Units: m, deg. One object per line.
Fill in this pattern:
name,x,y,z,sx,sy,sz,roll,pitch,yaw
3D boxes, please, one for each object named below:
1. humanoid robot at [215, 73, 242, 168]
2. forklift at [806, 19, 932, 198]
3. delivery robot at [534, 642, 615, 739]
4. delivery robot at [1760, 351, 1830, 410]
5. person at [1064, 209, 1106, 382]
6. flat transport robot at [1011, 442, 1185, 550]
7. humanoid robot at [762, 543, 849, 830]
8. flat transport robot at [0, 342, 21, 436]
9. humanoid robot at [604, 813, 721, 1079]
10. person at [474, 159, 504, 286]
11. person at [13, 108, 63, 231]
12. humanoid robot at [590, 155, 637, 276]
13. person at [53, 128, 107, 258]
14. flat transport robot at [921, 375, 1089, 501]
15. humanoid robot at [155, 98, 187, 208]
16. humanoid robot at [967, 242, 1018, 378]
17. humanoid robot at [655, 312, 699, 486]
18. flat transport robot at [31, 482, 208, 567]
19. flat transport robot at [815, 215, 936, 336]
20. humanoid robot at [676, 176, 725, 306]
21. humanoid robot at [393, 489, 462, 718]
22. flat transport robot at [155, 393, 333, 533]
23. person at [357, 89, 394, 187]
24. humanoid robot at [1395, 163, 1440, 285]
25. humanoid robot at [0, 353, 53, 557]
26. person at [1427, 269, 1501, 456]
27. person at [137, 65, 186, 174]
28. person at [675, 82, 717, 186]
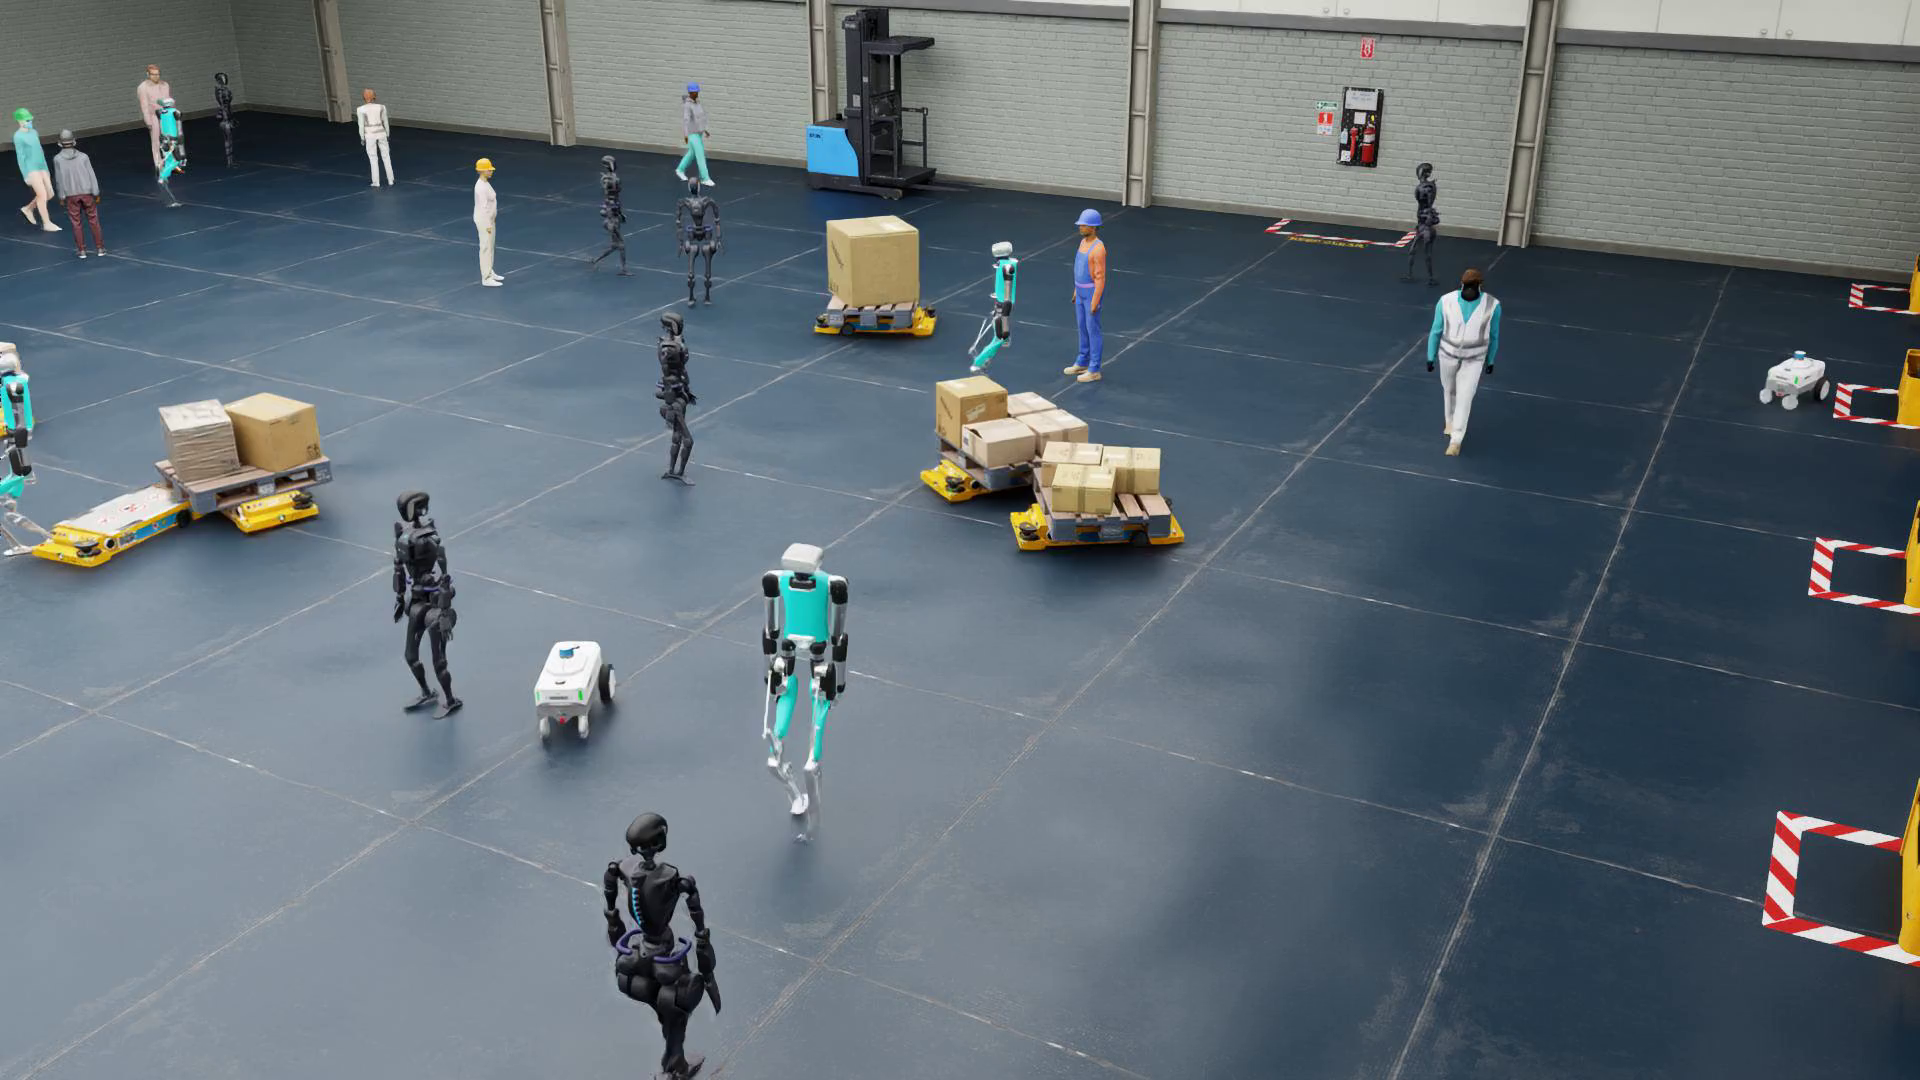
humanoid robot,-13.217,-7.577,30.001,0.315,1.657,0.599,-4,24,-9
forklift,-1.573,-7.292,27.850,1.873,2.768,1.129,12,26,25
delivery robot,-2.694,0.988,11.497,0.499,0.592,0.774,-1,23,-1
delivery robot,8.946,-1.732,17.821,0.744,0.584,0.513,-19,30,-38
person,1.414,-2.709,18.393,0.363,1.910,0.512,-10,25,-21
flat transport robot,1.191,-0.148,14.508,1.431,0.231,0.659,-2,23,-5
humanoid robot,-0.982,0.998,10.125,0.542,1.899,0.728,4,24,9
flat transport robot,-10.364,-1.229,17.024,1.431,0.231,0.659,7,24,15
humanoid robot,-1.431,2.015,7.743,0.590,1.635,0.742,9,25,20
person,-6.327,-4.259,22.282,0.341,1.688,0.460,-4,24,-8
person,-14.084,-5.615,25.225,0.612,1.852,0.536,2,23,4
humanoid robot,-4.811,-4.440,22.735,0.632,1.632,0.615,1,23,3
person,-12.563,-4.941,23.704,0.539,1.816,0.369,-13,26,-27
flat transport robot,0.434,-0.641,15.656,1.431,0.231,0.659,-11,26,-24
humanoid robot,-12.715,-6.086,26.549,0.539,1.833,0.748,12,26,25
humanoid robot,0.297,-2.189,17.526,0.661,1.889,0.559,-1,23,-3
humanoid robot,-2.627,-1.325,15.469,0.448,1.649,0.610,4,23,8
flat transport robot,-7.260,-0.148,14.508,0.659,0.231,1.431,9,25,20
flat transport robot,-1.033,-2.696,20.440,1.431,0.231,0.659,1,23,3
humanoid robot,-3.309,-3.797,21.216,0.607,1.657,0.396,-3,23,-6
humanoid robot,-3.639,0.441,11.354,0.602,1.657,0.337,17,28,34
flat transport robot,-6.475,-0.421,15.144,0.659,0.231,1.431,-20,30,-39
person,-9.976,-6.854,28.378,0.514,1.641,0.313,-14,27,-30
humanoid robot,6.183,-4.208,22.198,0.597,1.636,0.612,0,23,1
humanoid robot,-7.944,-0.628,13.781,0.806,1.793,0.537,-13,26,-28
person,4.954,-1.810,16.445,0.640,1.796,0.946,10,25,22
person,-14.057,-7.382,29.284,0.408,1.902,0.635,11,26,24
person,-4.603,-7.011,28.627,0.855,1.745,0.538,9,25,19
